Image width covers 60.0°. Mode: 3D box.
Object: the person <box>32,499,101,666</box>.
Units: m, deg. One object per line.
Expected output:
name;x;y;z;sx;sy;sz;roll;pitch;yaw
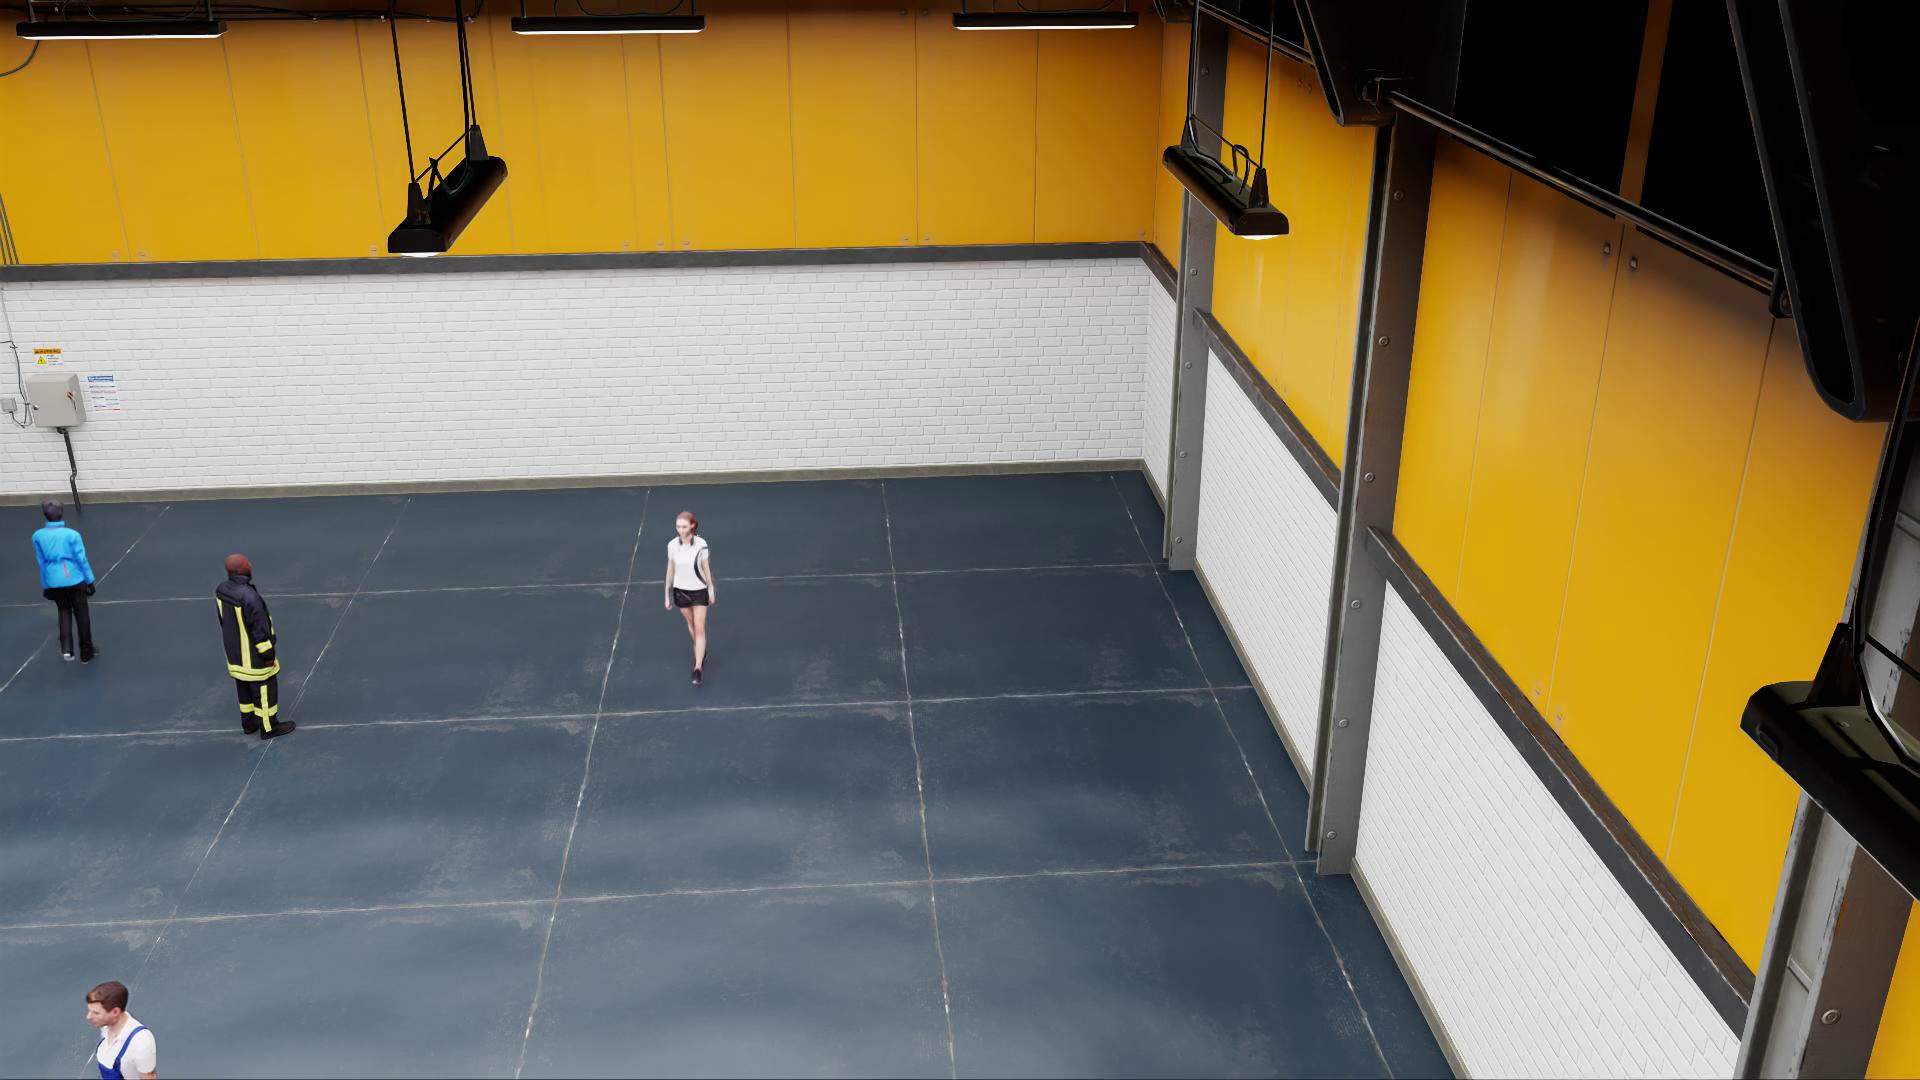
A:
person;-8.947;0.465;16.588;0.628;1.782;0.687;-3;24;-6

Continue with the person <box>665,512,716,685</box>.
person;-2.650;0.503;16.579;0.743;1.721;1.043;3;24;6

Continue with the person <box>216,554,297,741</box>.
person;-6.577;0.964;15.400;0.864;1.821;0.903;15;28;31

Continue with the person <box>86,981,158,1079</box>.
person;-4.854;3.370;9.858;0.721;1.850;0.767;16;28;32
